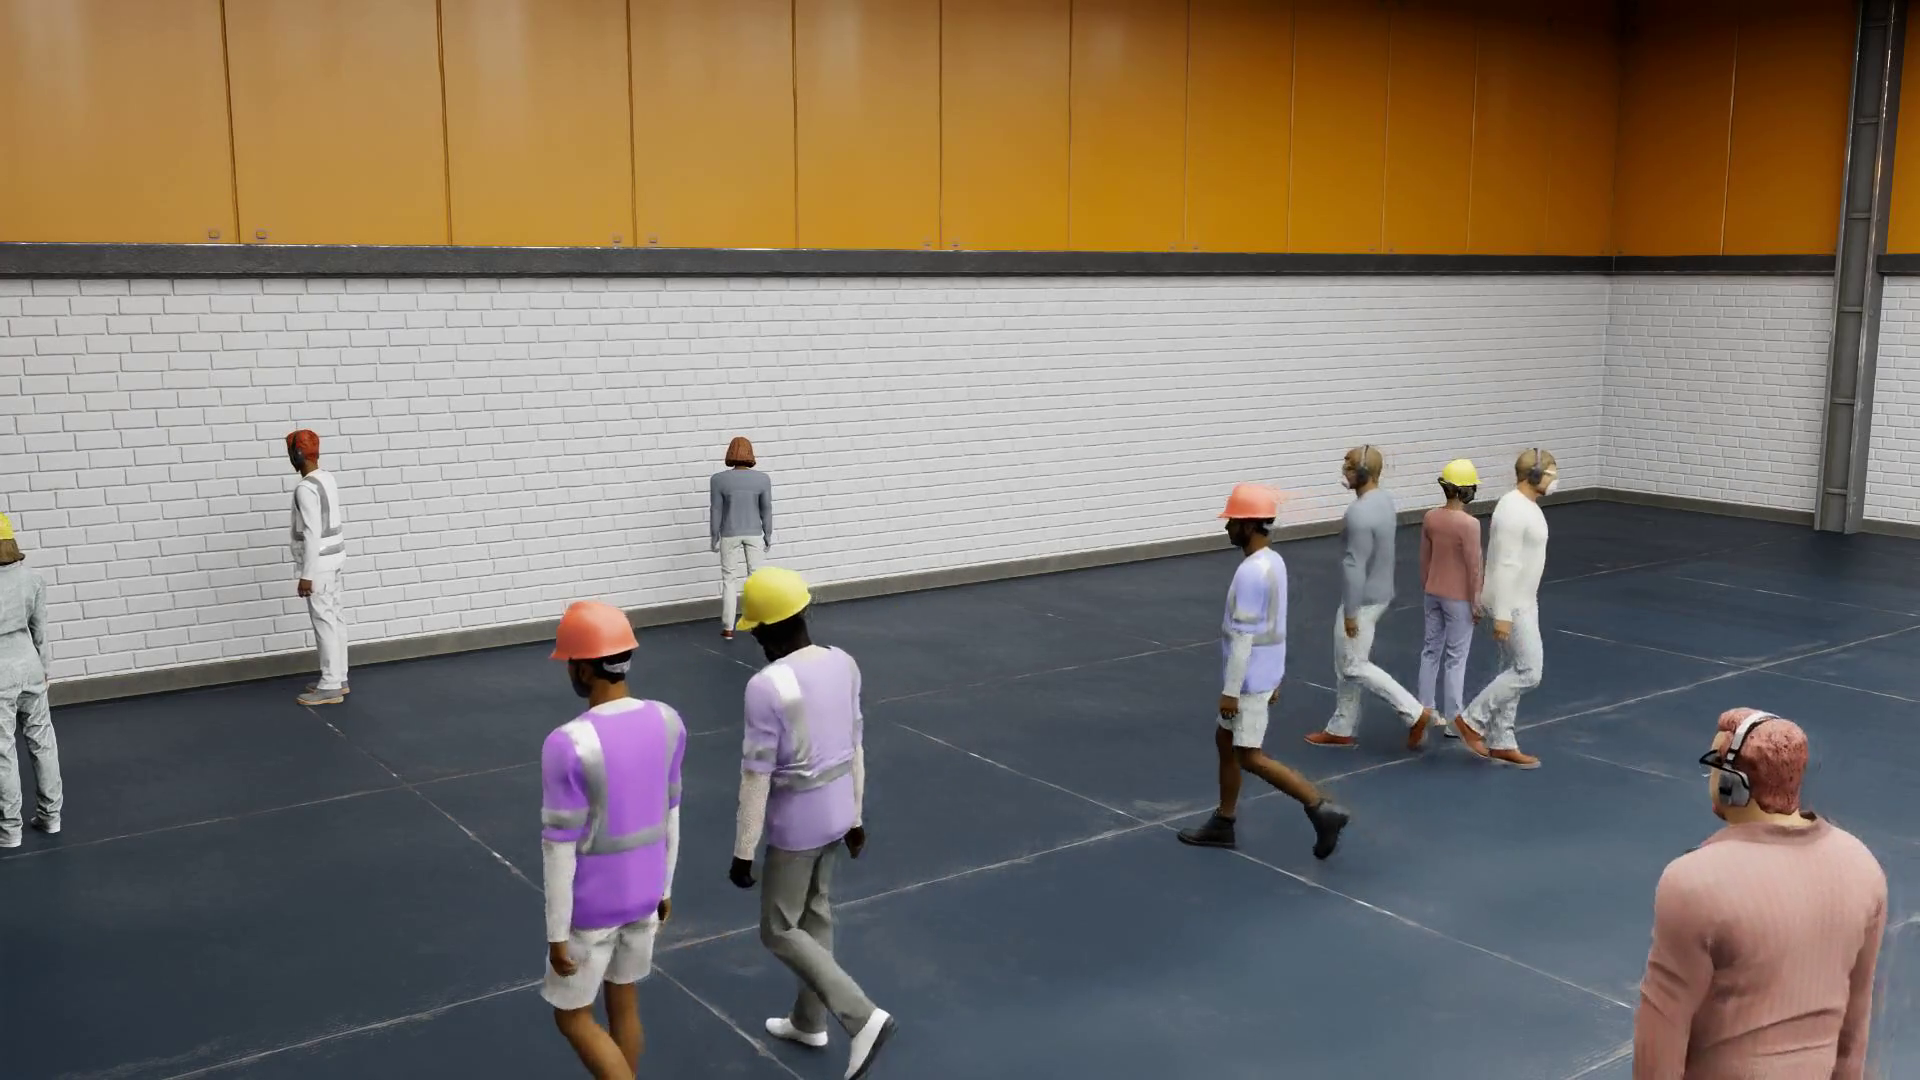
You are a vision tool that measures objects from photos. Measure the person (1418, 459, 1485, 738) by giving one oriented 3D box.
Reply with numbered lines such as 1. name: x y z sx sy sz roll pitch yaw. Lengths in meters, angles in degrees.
1. person: 3.130 0.368 10.562 0.314 1.769 0.524 -4 10 -24

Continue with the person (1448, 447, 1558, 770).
1. person: 3.270 0.408 9.839 0.471 1.919 0.665 5 10 28

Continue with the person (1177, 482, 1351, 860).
1. person: 1.529 0.667 8.286 0.814 1.912 0.548 3 10 18

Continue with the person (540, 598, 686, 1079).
1. person: -1.105 1.138 5.341 0.699 1.921 0.550 7 12 38

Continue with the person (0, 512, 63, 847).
1. person: -4.916 0.705 8.554 0.295 1.744 0.484 4 10 24

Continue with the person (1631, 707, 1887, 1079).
1. person: 1.953 1.356 4.091 0.657 1.890 0.515 -4 10 -23

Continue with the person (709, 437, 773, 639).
1. person: -1.754 -0.014 13.346 0.503 1.627 0.270 -2 9 -14

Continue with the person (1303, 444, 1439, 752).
1. person: 2.506 0.376 10.062 0.767 1.919 0.635 5 10 27

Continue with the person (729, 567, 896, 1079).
1. person: -0.516 1.035 6.053 0.648 1.890 0.622 5 11 30

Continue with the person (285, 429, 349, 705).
1. person: -4.385 0.181 11.348 0.359 1.885 0.575 -1 9 -6
